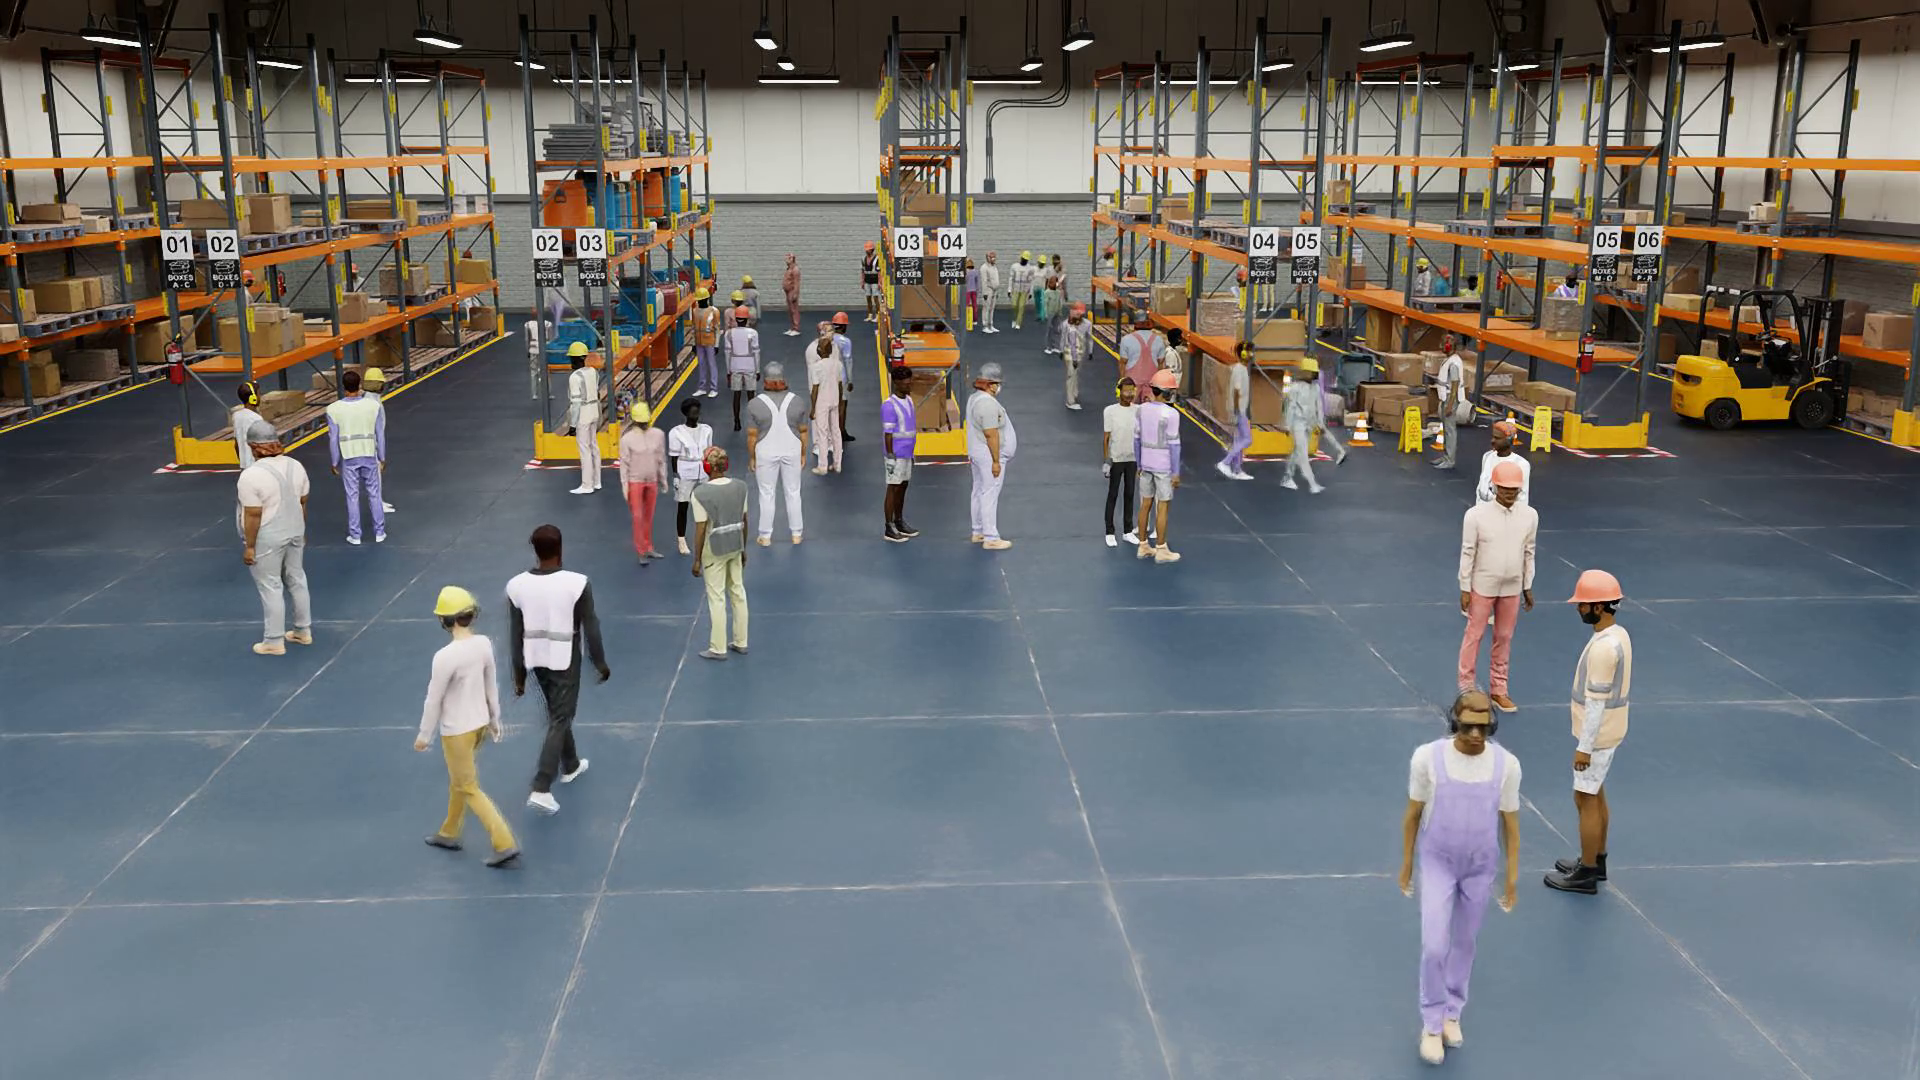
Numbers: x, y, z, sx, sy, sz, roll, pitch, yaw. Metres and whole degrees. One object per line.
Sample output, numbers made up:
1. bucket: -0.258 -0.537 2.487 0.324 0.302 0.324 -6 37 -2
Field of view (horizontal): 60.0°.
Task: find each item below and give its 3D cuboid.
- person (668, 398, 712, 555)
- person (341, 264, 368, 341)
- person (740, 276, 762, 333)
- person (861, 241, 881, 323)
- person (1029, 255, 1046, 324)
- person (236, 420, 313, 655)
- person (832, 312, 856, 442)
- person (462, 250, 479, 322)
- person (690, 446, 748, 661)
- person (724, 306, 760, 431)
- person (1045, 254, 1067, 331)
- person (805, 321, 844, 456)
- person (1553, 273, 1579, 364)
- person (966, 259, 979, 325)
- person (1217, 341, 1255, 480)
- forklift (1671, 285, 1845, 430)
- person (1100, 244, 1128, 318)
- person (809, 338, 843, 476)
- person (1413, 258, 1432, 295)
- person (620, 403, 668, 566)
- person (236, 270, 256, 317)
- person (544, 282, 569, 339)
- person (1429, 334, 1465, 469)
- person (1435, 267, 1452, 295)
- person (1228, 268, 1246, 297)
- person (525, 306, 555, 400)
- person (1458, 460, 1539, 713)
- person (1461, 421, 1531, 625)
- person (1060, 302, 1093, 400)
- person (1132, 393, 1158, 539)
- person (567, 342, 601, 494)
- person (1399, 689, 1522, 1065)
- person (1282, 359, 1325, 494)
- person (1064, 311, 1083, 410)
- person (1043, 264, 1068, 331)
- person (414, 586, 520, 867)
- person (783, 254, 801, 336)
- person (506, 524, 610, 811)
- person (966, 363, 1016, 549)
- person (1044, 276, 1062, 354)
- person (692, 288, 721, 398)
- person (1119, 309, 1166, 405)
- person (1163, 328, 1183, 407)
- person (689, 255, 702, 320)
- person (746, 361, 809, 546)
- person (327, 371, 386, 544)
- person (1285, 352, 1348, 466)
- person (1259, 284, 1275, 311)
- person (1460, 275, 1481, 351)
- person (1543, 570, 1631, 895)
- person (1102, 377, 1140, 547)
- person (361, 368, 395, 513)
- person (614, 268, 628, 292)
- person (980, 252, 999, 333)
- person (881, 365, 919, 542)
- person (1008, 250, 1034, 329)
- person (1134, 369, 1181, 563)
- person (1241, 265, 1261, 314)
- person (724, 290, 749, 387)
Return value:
1. person: -2.881 -0.693 17.938 0.535 1.699 0.318 -11 17 -38
2. person: -13.665 -5.368 37.624 0.569 1.749 0.342 -8 16 -32
3. person: -4.394 -4.646 34.711 0.522 1.690 0.925 0 13 0
4. person: -2.228 -6.457 41.647 0.613 2.033 0.412 9 16 34
5. person: 2.029 -6.286 41.627 0.565 1.704 0.815 5 14 19
6. person: -5.988 -0.035 14.418 0.536 2.000 0.688 5 14 22
7. person: -1.780 -2.429 24.803 0.546 1.928 0.384 12 18 41
8. person: -11.935 -6.109 40.482 0.340 1.882 0.585 9 16 34
9. person: -2.031 0.120 14.173 0.394 1.846 0.564 12 18 42
10. person: -3.348 -2.644 25.689 0.543 1.939 0.359 1 13 4
11. person: 2.291 -5.919 39.762 0.512 1.854 0.418 -1 13 -4
12. person: -1.902 -2.156 23.684 0.409 1.908 0.652 8 16 32
13. person: 12.334 -4.493 33.726 0.637 1.842 0.429 -2 13 -9
14. person: 0.238 -6.101 40.986 0.499 1.633 0.279 -8 15 -30
15. person: 3.699 -1.693 21.855 0.401 1.851 0.529 2 13 10
16. forklift: 12.503 -2.886 26.166 2.313 2.155 1.214 -1 13 -3
17. person: 3.711 -6.189 40.543 0.682 2.018 0.621 2 13 9
18. person: -1.792 -1.784 22.246 0.508 1.846 0.345 -11 17 -39
19. person: 10.673 -5.592 38.404 0.404 1.833 0.588 0 13 0
20. person: -3.305 -0.595 17.461 0.528 1.724 0.620 -12 18 -41
21. person: -13.855 -4.250 32.394 0.398 1.985 0.614 -7 15 -27
22. person: -9.095 -5.268 37.277 0.527 1.725 0.842 7 15 29
23. person: 6.676 -1.881 22.666 0.394 1.839 0.563 2 13 10
24. person: 10.928 -5.303 37.459 0.599 1.708 0.453 -9 16 -33
25. person: 5.459 -4.236 32.213 0.615 2.039 0.392 -6 14 -23
26. person: -7.294 -3.246 28.904 0.514 1.633 0.317 1 13 4
27. person: 4.146 0.364 12.824 0.612 1.995 0.393 -2 13 -8
28. person: 4.945 -0.163 15.295 0.355 1.883 0.573 -6 15 -25
29. person: 2.025 -3.353 29.212 0.578 1.709 0.861 -4 14 -17
30. person: 2.158 -0.842 18.693 0.309 1.641 0.512 -10 16 -36
31. person: -4.770 -1.542 21.044 0.368 1.928 0.585 4 14 15
32. person: 2.388 1.608 7.904 0.540 1.828 0.632 2 13 6
33. person: 4.418 -1.440 21.064 0.501 1.696 0.903 -9 16 -34
34. person: 1.903 -3.014 27.900 0.307 1.638 0.513 0 13 2
35. person: 2.257 -5.794 39.744 0.535 1.598 0.812 9 16 33
36. person: -3.024 1.128 10.123 0.779 1.735 0.526 4 14 17
37. person: -3.930 -5.721 38.827 0.396 1.900 0.685 -4 14 -16
38. person: -2.727 0.829 11.122 0.602 1.880 0.976 4 14 16
39. person: 0.347 -0.935 18.230 0.538 2.000 0.682 -4 14 -18
40. person: 1.983 -4.798 35.459 0.506 1.636 0.275 -12 18 -41
41. person: -4.474 -3.461 29.197 0.585 1.917 0.382 7 15 28
42. person: 2.617 -2.363 24.280 0.685 2.000 0.535 -4 14 -15
43. person: 3.162 -2.338 24.929 0.319 1.690 0.540 2 13 9
44. person: -6.422 -6.082 40.643 0.337 1.759 0.525 7 15 28
45. person: -2.023 -0.956 18.316 0.684 2.000 0.538 -4 14 -16
46. person: -6.645 -0.907 18.371 0.587 1.920 0.391 -7 15 -26
47. person: 4.916 -1.791 22.790 0.799 1.598 0.526 6 15 24
48. person: 8.249 -6.942 44.541 0.502 1.636 0.280 -6 14 -23
49. person: 10.795 -4.765 35.213 0.547 1.684 0.361 -5 14 -20
50. person: 3.710 1.121 9.784 0.390 1.922 0.549 7 15 27
51. person: 1.806 -0.868 18.303 0.513 1.876 0.328 -5 14 -21
52. person: -7.013 -1.204 20.013 0.313 1.741 0.487 -5 14 -20
53. person: -7.388 -5.074 36.368 0.321 1.755 0.567 -2 13 -8
54. person: 0.728 -5.867 39.409 0.407 1.910 0.640 6 15 25
55. person: -0.665 -0.975 18.559 0.362 1.963 0.613 5 14 21
56. person: 1.469 -6.019 40.067 0.630 1.893 0.436 1 13 4
57. person: 2.112 -0.784 17.583 0.395 2.042 0.611 -10 17 -37
58. person: 7.667 -6.878 43.741 0.584 1.882 0.337 8 16 31
59. person: -4.064 -3.684 30.463 0.533 1.767 0.326 -11 17 -39
